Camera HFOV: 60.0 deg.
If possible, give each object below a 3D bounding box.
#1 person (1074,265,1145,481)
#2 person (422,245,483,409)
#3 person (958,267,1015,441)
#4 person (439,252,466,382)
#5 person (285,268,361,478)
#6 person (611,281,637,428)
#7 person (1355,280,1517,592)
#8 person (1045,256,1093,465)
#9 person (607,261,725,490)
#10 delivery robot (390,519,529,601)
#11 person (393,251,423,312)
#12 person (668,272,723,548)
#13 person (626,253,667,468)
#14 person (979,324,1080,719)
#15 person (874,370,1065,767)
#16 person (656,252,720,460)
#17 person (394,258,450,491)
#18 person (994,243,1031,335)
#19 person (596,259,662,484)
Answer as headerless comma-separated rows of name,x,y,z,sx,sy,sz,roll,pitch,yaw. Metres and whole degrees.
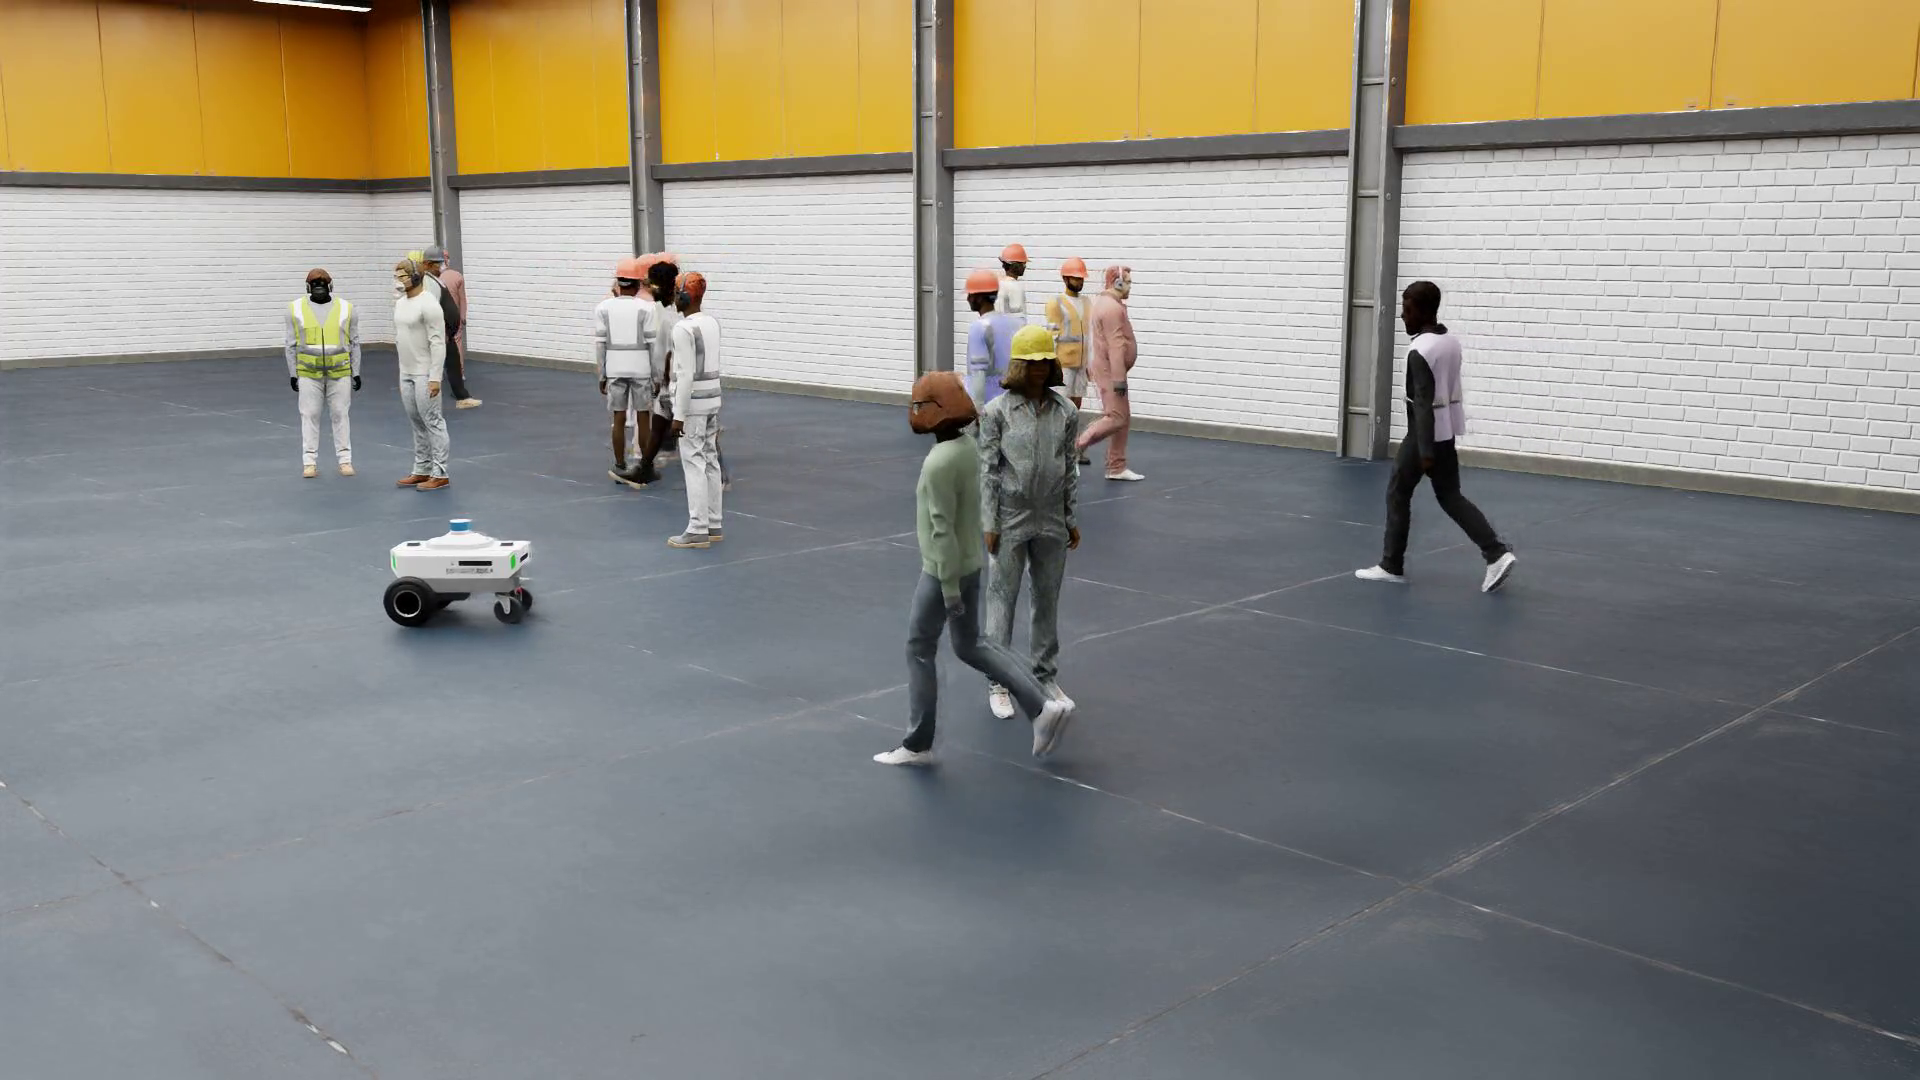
person,1.259,-1.432,14.381,0.641,1.880,0.653,1,10,4
person,-6.234,-2.563,20.122,0.893,2.000,0.693,-1,10,-3
person,0.251,-1.042,12.218,0.891,1.907,0.547,7,13,34
person,-7.544,-3.264,24.312,0.643,1.908,0.399,-4,11,-20
person,-5.628,-1.476,14.734,0.621,1.845,0.430,-4,11,-22
person,-3.712,-2.063,18.496,0.313,1.638,0.513,7,12,33
person,2.871,-0.616,9.966,0.932,1.874,0.616,9,14,41
person,1.038,-1.638,15.360,0.551,1.935,0.372,-10,14,-43
person,-2.423,-1.322,13.699,1.010,1.908,0.631,-2,11,-12
delivery robot,-2.772,0.127,9.250,0.707,0.478,0.477,0,10,-1
person,-7.440,-2.989,22.778,0.585,1.918,0.377,-9,14,-42
person,-1.822,-0.889,11.420,0.345,1.882,0.584,3,11,16
person,-2.832,-1.621,15.181,0.447,1.965,0.617,-4,11,-19
person,0.321,-0.082,7.406,0.487,1.744,0.295,-5,12,-26
person,0.029,0.131,6.604,0.695,1.611,0.490,4,11,19
person,-2.674,-1.732,15.784,0.582,1.979,0.621,1,10,6
person,-4.520,-1.377,13.932,0.369,1.938,0.630,-10,14,-44
person,0.542,-2.020,17.148,0.385,2.045,0.605,-4,11,-22
person,-2.836,-1.439,14.321,0.563,1.927,0.423,1,10,4
